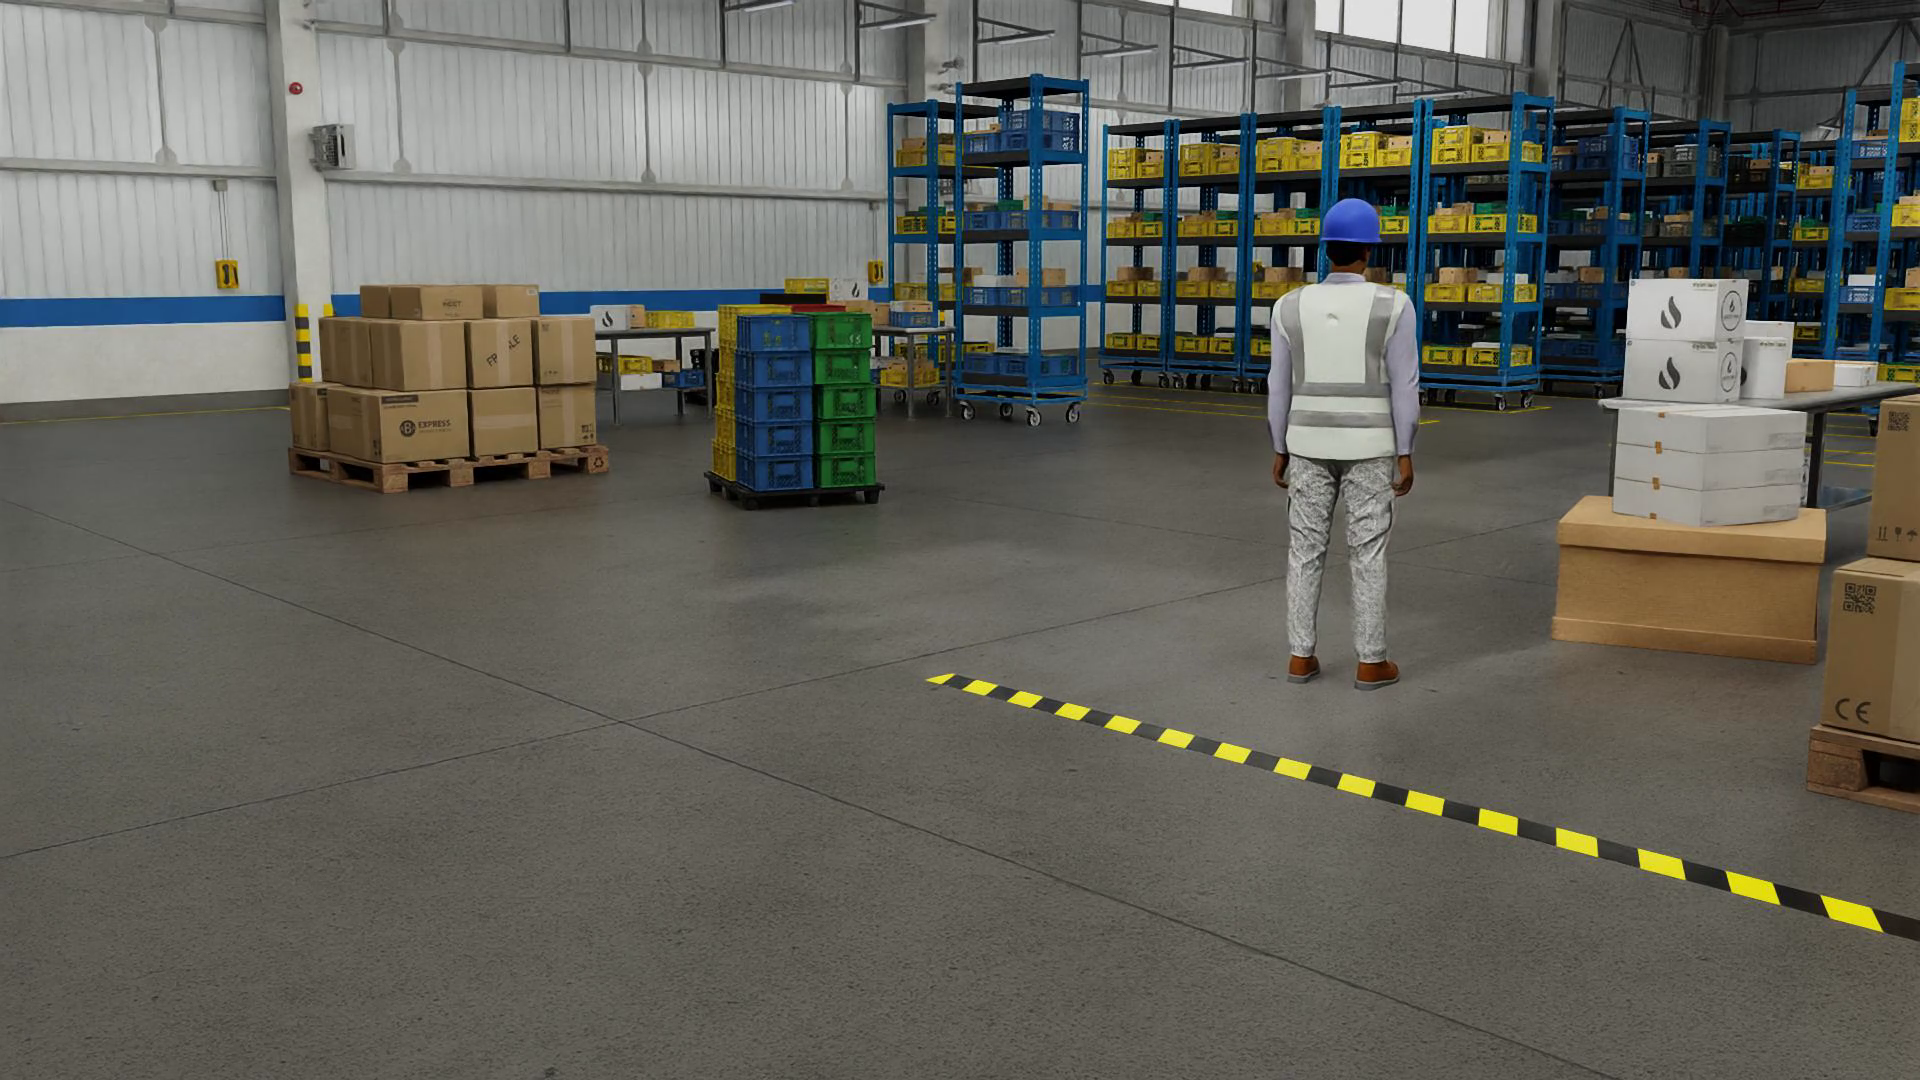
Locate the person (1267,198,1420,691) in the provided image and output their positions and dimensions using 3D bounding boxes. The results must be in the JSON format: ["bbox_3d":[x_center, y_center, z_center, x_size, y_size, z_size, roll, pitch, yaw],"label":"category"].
[{"bbox_3d":[1.526,-0.371,6.640,0.603,1.949,0.389,5,11,28],"label":"person"}]
